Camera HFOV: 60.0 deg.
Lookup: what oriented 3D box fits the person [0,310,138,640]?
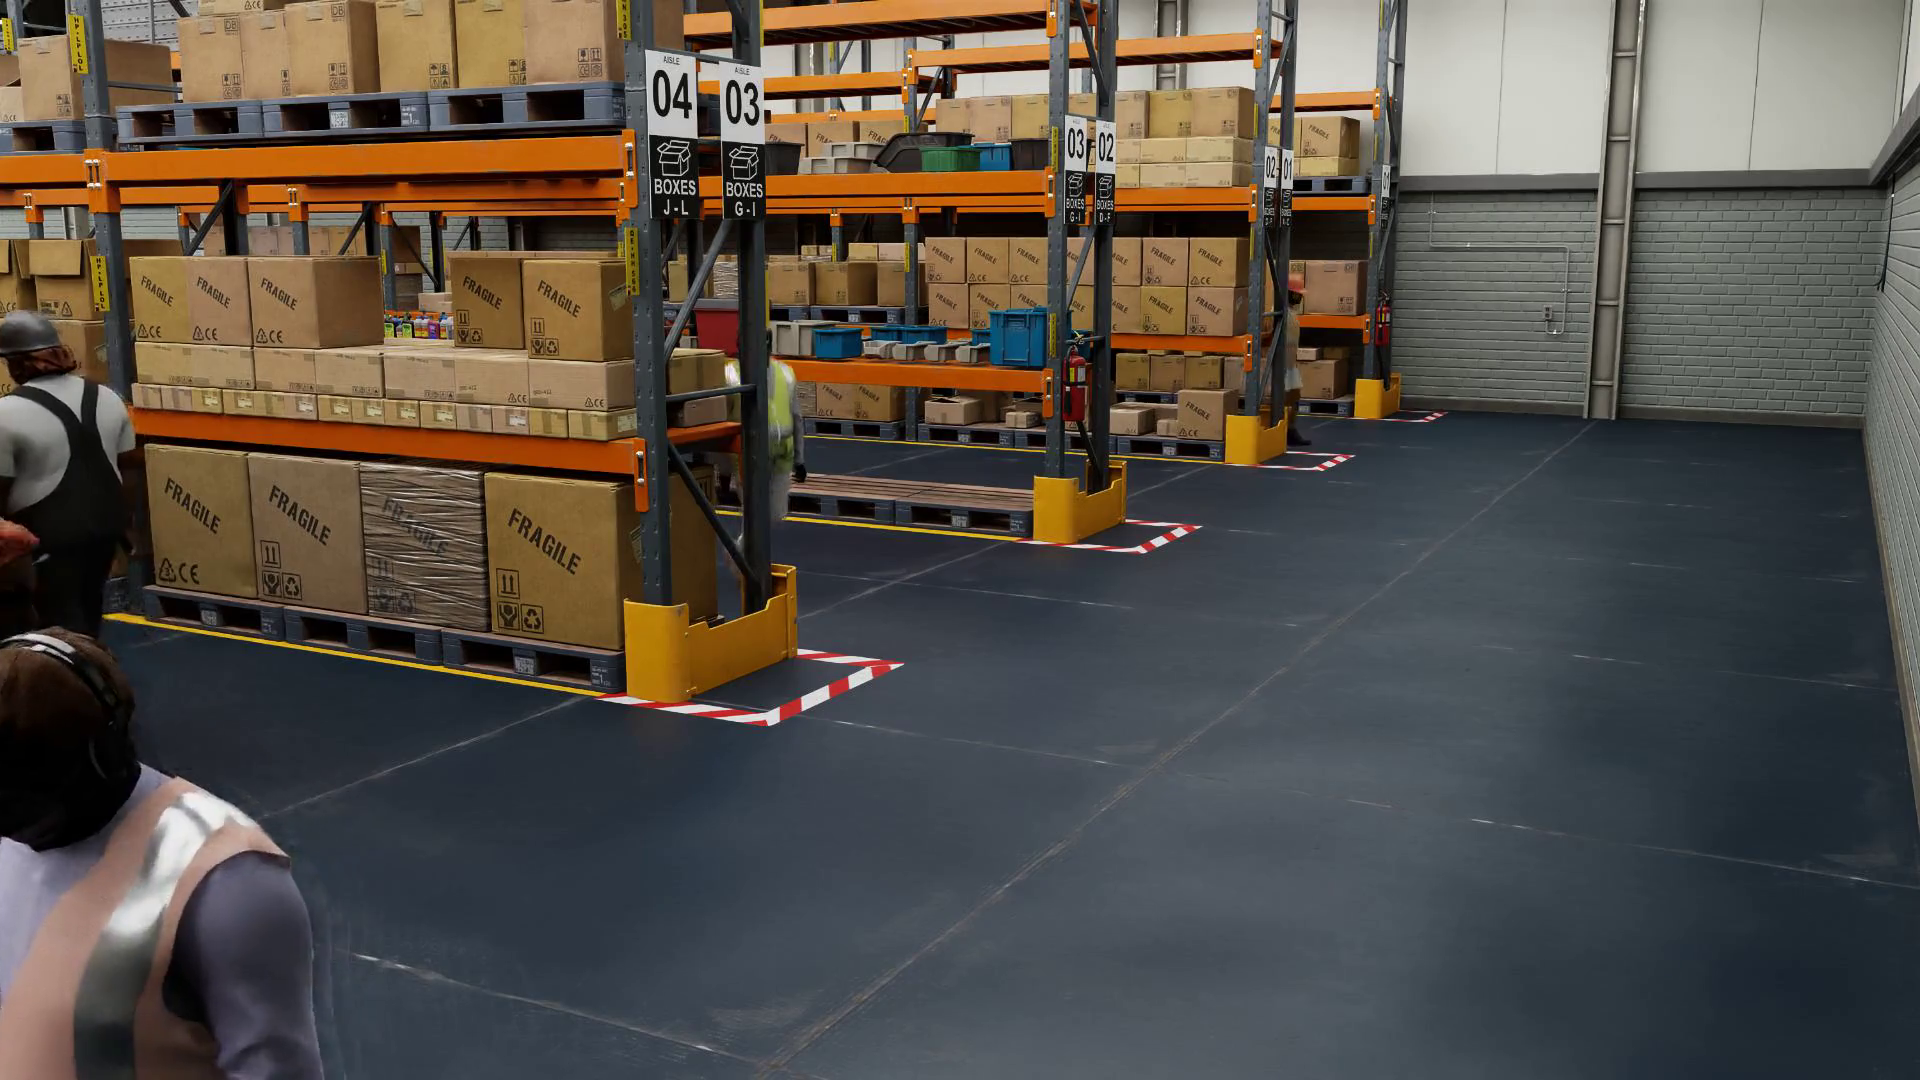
[{"bbox_3d":[-4.247,-0.054,7.638,0.788,2.000,0.706,4,11,22],"label":"person"}]

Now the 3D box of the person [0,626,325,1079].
[{"bbox_3d":[-1.255,1.012,2.459,0.632,1.809,0.580,6,12,30],"label":"person"}]

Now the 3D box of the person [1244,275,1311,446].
[{"bbox_3d":[3.585,-2.005,18.624,0.695,1.913,0.539,7,13,34],"label":"person"}]

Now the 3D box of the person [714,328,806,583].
[{"bbox_3d":[-1.336,-0.520,10.782,0.624,1.821,0.786,-9,14,-40],"label":"person"}]

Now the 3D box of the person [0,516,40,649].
[{"bbox_3d":[-2.035,0.846,3.275,0.831,1.860,0.633,1,10,4],"label":"person"}]
